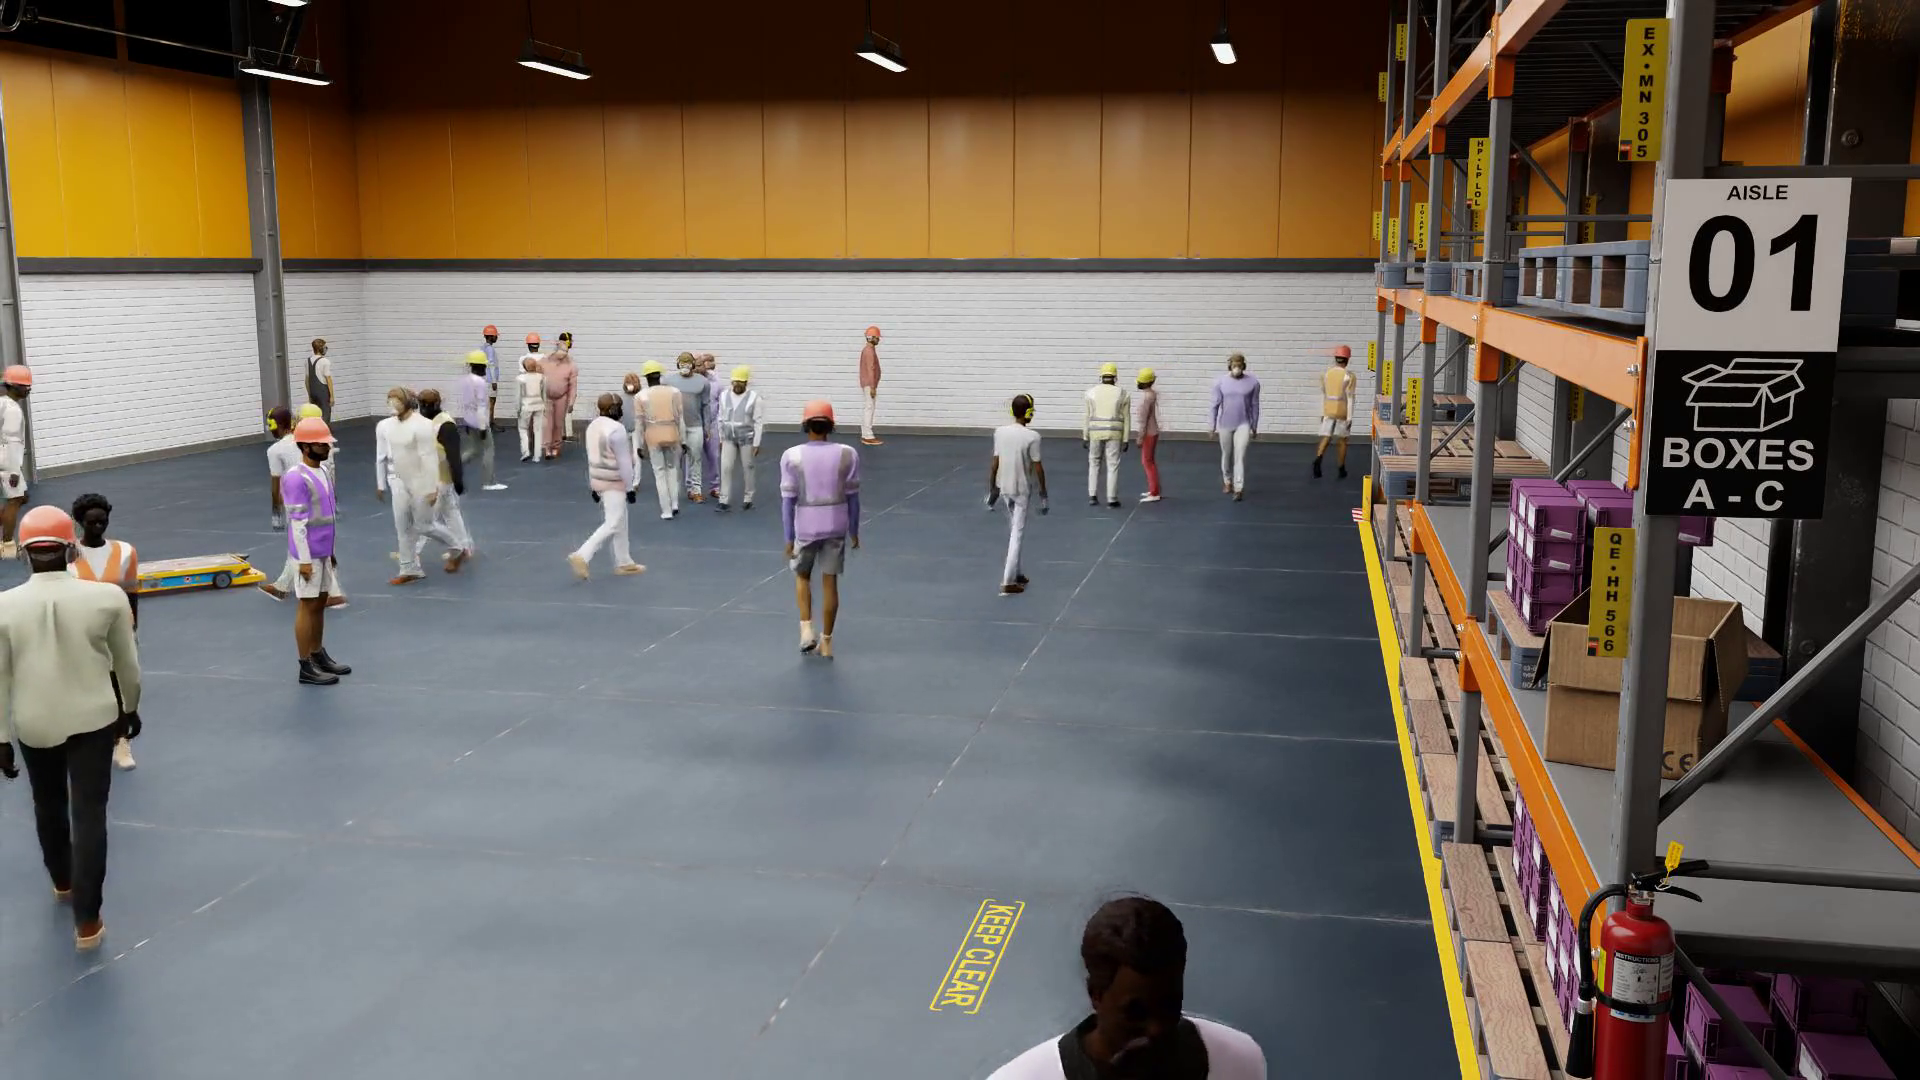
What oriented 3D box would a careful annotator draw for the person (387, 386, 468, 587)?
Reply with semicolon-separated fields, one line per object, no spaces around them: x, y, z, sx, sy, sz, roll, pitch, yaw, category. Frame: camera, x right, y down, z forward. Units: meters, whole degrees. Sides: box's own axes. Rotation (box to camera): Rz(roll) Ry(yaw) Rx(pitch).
-5.105;-0.531;15.830;0.649;1.910;0.740;7;12;36;person

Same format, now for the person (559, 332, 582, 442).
-6.747;-2.615;28.492;0.534;1.866;0.309;9;13;42;person

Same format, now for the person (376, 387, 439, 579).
-5.414;-0.583;16.294;0.588;1.858;0.829;-6;11;-33;person

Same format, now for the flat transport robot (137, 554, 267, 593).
-7.338;0.325;15.575;1.431;0.197;0.652;-7;12;-38;flat transport robot

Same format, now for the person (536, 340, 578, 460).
-6.289;-2.168;25.838;0.723;1.855;0.825;-2;10;-12;person

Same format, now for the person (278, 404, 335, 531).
-6.318;-0.478;16.100;0.544;1.694;0.533;-2;10;-11;person

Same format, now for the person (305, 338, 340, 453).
-10.276;-2.311;26.732;0.509;1.842;0.329;4;10;24;person

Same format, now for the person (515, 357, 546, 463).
-6.560;-1.984;25.419;0.504;1.623;0.413;-5;11;-30;person

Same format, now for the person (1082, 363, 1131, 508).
1.835;-1.302;20.801;0.615;1.804;0.518;1;10;8;person

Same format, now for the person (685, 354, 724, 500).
-3.341;-1.465;21.493;0.665;1.887;0.397;-3;10;-18;person

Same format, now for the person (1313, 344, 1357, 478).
5.283;-1.794;23.414;0.563;1.919;0.771;7;12;36;person

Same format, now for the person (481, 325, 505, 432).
-8.455;-2.910;30.057;0.362;1.935;0.553;-5;11;-28;person

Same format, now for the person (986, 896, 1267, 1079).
0.293;1.563;3.312;0.629;1.869;0.592;-3;10;-20;person

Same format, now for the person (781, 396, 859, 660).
-1.070;-0.086;12.784;0.617;2.025;0.456;-2;10;-10;person

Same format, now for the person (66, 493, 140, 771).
-5.237;0.533;10.066;0.539;1.680;0.646;-8;13;-41;person

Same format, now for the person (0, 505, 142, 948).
-4.088;0.806;7.627;0.612;1.940;1.020;-4;10;-23;person

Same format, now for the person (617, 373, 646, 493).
-4.370;-1.451;22.267;0.498;1.605;0.750;1;9;4;person

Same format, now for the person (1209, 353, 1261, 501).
3.577;-1.497;21.688;0.647;1.904;0.996;1;10;8;person

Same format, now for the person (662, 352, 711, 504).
-3.462;-1.420;21.095;0.627;1.933;0.372;-2;10;-13;person

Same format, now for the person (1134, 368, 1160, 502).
2.390;-1.336;21.214;0.361;1.732;0.577;2;10;13;person

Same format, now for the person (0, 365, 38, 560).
-9.731;-0.789;17.066;0.591;2.010;0.641;-8;12;-39;person

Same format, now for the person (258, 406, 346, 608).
-5.867;-0.294;14.730;1.009;1.793;0.582;3;10;18;person

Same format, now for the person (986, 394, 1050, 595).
0.585;-0.428;15.378;0.573;1.836;0.720;7;12;38;person

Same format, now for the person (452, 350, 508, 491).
-6.493;-1.581;22.164;0.781;1.905;0.590;-8;12;-38;person

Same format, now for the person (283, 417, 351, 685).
-4.669;0.072;12.090;0.375;1.939;0.546;0;9;1;person

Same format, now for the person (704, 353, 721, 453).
-4.024;-2.151;26.415;0.525;1.620;0.456;5;11;29;person

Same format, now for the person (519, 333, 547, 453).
-6.839;-2.367;26.790;0.553;1.934;0.364;-7;12;-35;person

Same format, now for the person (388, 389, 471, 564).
-5.372;-0.630;16.781;0.962;1.779;0.659;-7;12;-38;person

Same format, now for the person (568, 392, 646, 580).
-3.416;-0.516;16.013;0.793;1.815;0.631;-7;11;-34;person

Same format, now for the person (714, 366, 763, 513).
-2.724;-1.209;20.224;0.601;1.793;0.835;2;10;14;person

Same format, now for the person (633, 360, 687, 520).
-3.579;-1.186;19.776;0.616;1.896;0.557;-5;11;-29;person

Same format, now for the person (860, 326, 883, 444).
-1.497;-2.611;28.091;0.392;1.991;0.613;-2;10;-10;person
